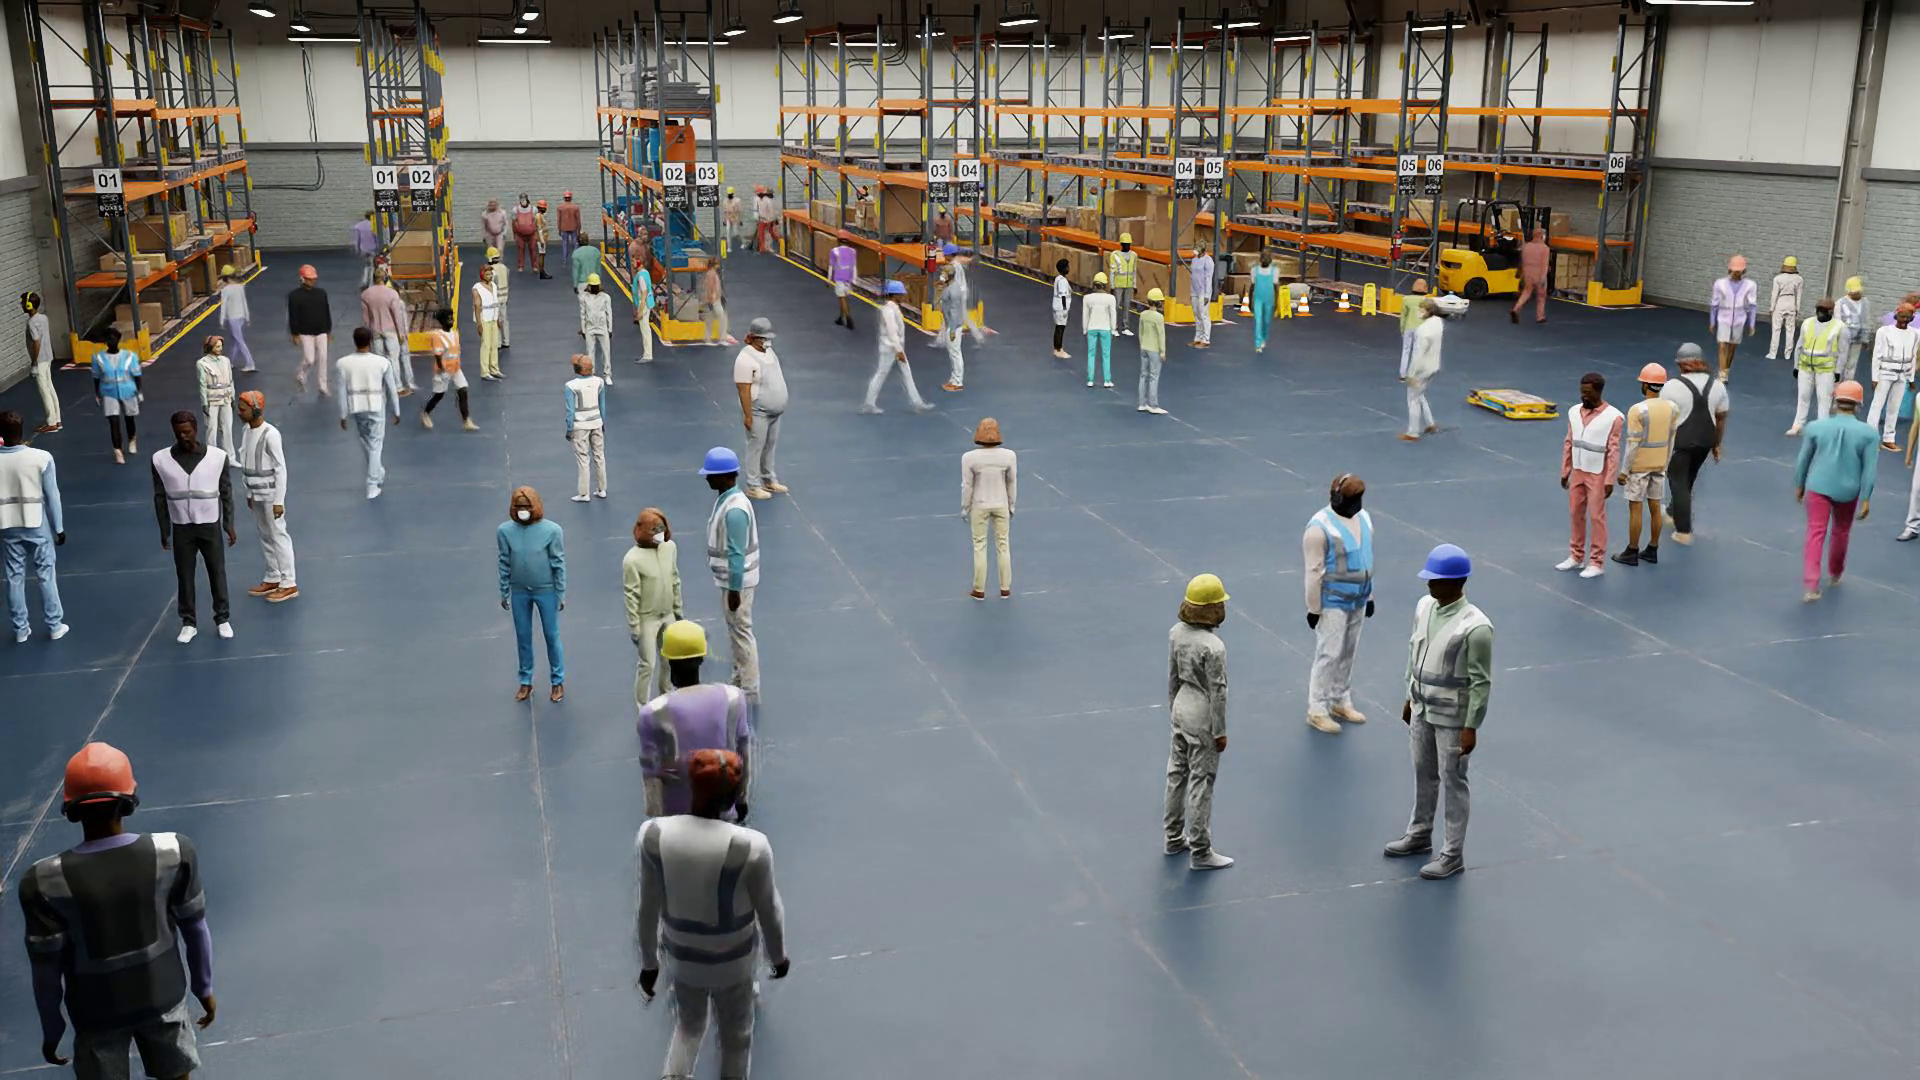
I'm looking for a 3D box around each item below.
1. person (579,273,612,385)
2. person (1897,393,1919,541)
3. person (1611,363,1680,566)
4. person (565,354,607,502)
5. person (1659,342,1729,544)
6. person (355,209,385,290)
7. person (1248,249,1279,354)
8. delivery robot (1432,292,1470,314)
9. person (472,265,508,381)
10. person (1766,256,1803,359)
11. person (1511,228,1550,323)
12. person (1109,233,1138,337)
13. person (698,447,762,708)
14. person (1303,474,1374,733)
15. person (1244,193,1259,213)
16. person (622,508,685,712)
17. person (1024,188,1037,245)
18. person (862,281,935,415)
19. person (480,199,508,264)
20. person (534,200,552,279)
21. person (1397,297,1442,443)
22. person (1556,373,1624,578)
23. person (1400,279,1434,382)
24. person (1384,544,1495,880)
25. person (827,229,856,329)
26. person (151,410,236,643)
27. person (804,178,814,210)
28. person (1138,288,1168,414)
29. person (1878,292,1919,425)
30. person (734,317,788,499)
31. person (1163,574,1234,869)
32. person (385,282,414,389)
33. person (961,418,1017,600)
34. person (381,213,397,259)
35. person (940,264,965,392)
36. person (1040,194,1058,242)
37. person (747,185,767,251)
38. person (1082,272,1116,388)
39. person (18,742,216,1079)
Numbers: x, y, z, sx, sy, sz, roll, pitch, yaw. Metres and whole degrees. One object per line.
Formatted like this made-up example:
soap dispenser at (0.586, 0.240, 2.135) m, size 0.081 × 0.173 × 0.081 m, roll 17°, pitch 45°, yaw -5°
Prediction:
person at (-5.637, -3.265, 25.809) m, size 0.485 × 1.737 × 0.322 m, roll -3°, pitch 15°, yaw -11°
person at (9.739, -0.854, 16.546) m, size 0.391 × 1.837 × 0.576 m, roll -11°, pitch 19°, yaw -36°
person at (6.513, -0.715, 15.823) m, size 0.542 × 1.939 × 0.361 m, roll -5°, pitch 16°, yaw -18°
person at (-4.122, -1.238, 18.353) m, size 0.306 × 1.645 × 0.523 m, roll 12°, pitch 19°, yaw 39°
person at (7.284, -1.041, 16.854) m, size 0.698 × 2.000 × 0.998 m, roll -2°, pitch 15°, yaw -8°
person at (-13.418, -6.553, 37.848) m, size 0.643 × 1.907 × 0.524 m, roll 2°, pitch 15°, yaw 6°
person at (5.347, -4.227, 29.309) m, size 0.509 × 1.812 × 0.881 m, roll 2°, pitch 15°, yaw 6°
delivery robot at (9.886, -4.760, 33.517) m, size 0.707 × 0.478 × 0.477 m, roll 14°, pitch 20°, yaw 42°
person at (-7.463, -3.423, 26.225) m, size 0.394 × 1.832 × 0.574 m, roll 4°, pitch 15°, yaw 16°
person at (14.095, -3.967, 28.434) m, size 0.493 × 1.743 × 0.298 m, roll 2°, pitch 15°, yaw 6°
person at (11.339, -5.219, 32.889) m, size 0.837 × 1.878 × 0.646 m, roll -10°, pitch 18°, yaw -32°
person at (3.067, -4.779, 31.135) m, size 0.585 × 1.929 × 0.370 m, roll -7°, pitch 16°, yaw -25°
person at (-1.671, 0.270, 12.131) m, size 0.421 × 1.938 × 0.605 m, roll -4°, pitch 15°, yaw -15°
person at (2.683, 0.428, 11.733) m, size 0.631 × 1.836 × 0.429 m, roll -12°, pitch 19°, yaw -37°
person at (8.309, -9.065, 47.638) m, size 0.492 × 1.733 × 0.328 m, roll 13°, pitch 20°, yaw 41°
person at (-2.135, 0.559, 11.638) m, size 0.289 × 1.623 × 0.508 m, roll 10°, pitch 18°, yaw 32°
person at (2.040, -9.420, 48.565) m, size 0.402 × 1.943 × 0.617 m, roll -2°, pitch 15°, yaw -9°
person at (-0.914, -2.678, 23.314) m, size 1.017 × 1.896 × 0.609 m, roll 3°, pitch 15°, yaw 12°
person at (-11.912, -7.789, 42.610) m, size 0.665 × 1.852 × 0.646 m, roll -3°, pitch 15°, yaw -11°
person at (-10.290, -7.412, 41.029) m, size 0.358 × 1.937 × 0.544 m, roll -3°, pitch 15°, yaw -10°
person at (5.926, -2.186, 21.411) m, size 0.439 × 1.908 × 0.663 m, roll 10°, pitch 18°, yaw 33°
person at (5.892, -0.618, 15.532) m, size 0.387 × 1.902 × 0.603 m, roll -8°, pitch 17°, yaw -28°
person at (7.148, -3.270, 26.040) m, size 0.511 × 1.625 × 0.289 m, roll 5°, pitch 16°, yaw 20°
person at (2.741, 0.965, 9.483) m, size 0.394 × 1.946 × 0.618 m, roll -6°, pitch 16°, yaw -22°
person at (-2.259, -5.071, 32.301) m, size 0.558 × 1.902 × 0.949 m, roll -8°, pitch 17°, yaw -28°
person at (-6.252, -0.123, 13.635) m, size 0.590 × 1.920 × 0.398 m, roll -5°, pitch 16°, yaw -18°
person at (-4.697, -10.319, 51.983) m, size 0.381 × 1.929 × 0.542 m, roll 12°, pitch 19°, yaw 38°
person at (2.729, -2.668, 23.503) m, size 0.316 × 1.769 × 0.524 m, roll -9°, pitch 17°, yaw -30°
person at (12.870, -2.480, 22.716) m, size 0.776 × 1.803 × 0.628 m, roll -10°, pitch 18°, yaw -34°
person at (-2.183, -1.481, 18.511) m, size 0.535 × 2.000 × 0.684 m, roll 6°, pitch 16°, yaw 21°
person at (1.387, 1.037, 9.605) m, size 0.294 × 1.744 × 0.484 m, roll -8°, pitch 17°, yaw -28°
person at (-8.648, -3.114, 25.289) m, size 0.491 × 1.705 × 0.481 m, roll -7°, pitch 17°, yaw -26°
person at (0.255, -0.273, 14.741) m, size 0.500 × 1.634 × 0.286 m, roll -2°, pitch 15°, yaw -9°
person at (-15.842, -8.715, 46.113) m, size 0.430 × 1.843 × 0.626 m, roll -9°, pitch 17°, yaw -30°
person at (-0.122, -3.230, 25.317) m, size 0.378 × 1.931 × 0.625 m, roll -2°, pitch 15°, yaw -9°
person at (2.410, -8.390, 44.875) m, size 0.556 × 1.843 × 0.655 m, roll -3°, pitch 15°, yaw -12°
person at (-5.891, -9.356, 48.419) m, size 0.667 × 1.906 × 0.594 m, roll -6°, pitch 16°, yaw -21°
person at (2.145, -3.226, 25.600) m, size 0.523 × 1.769 × 0.322 m, roll 4°, pitch 15°, yaw 15°
person at (-3.185, 1.747, 6.358) m, size 0.616 × 2.041 × 0.379 m, roll -10°, pitch 18°, yaw -34°
